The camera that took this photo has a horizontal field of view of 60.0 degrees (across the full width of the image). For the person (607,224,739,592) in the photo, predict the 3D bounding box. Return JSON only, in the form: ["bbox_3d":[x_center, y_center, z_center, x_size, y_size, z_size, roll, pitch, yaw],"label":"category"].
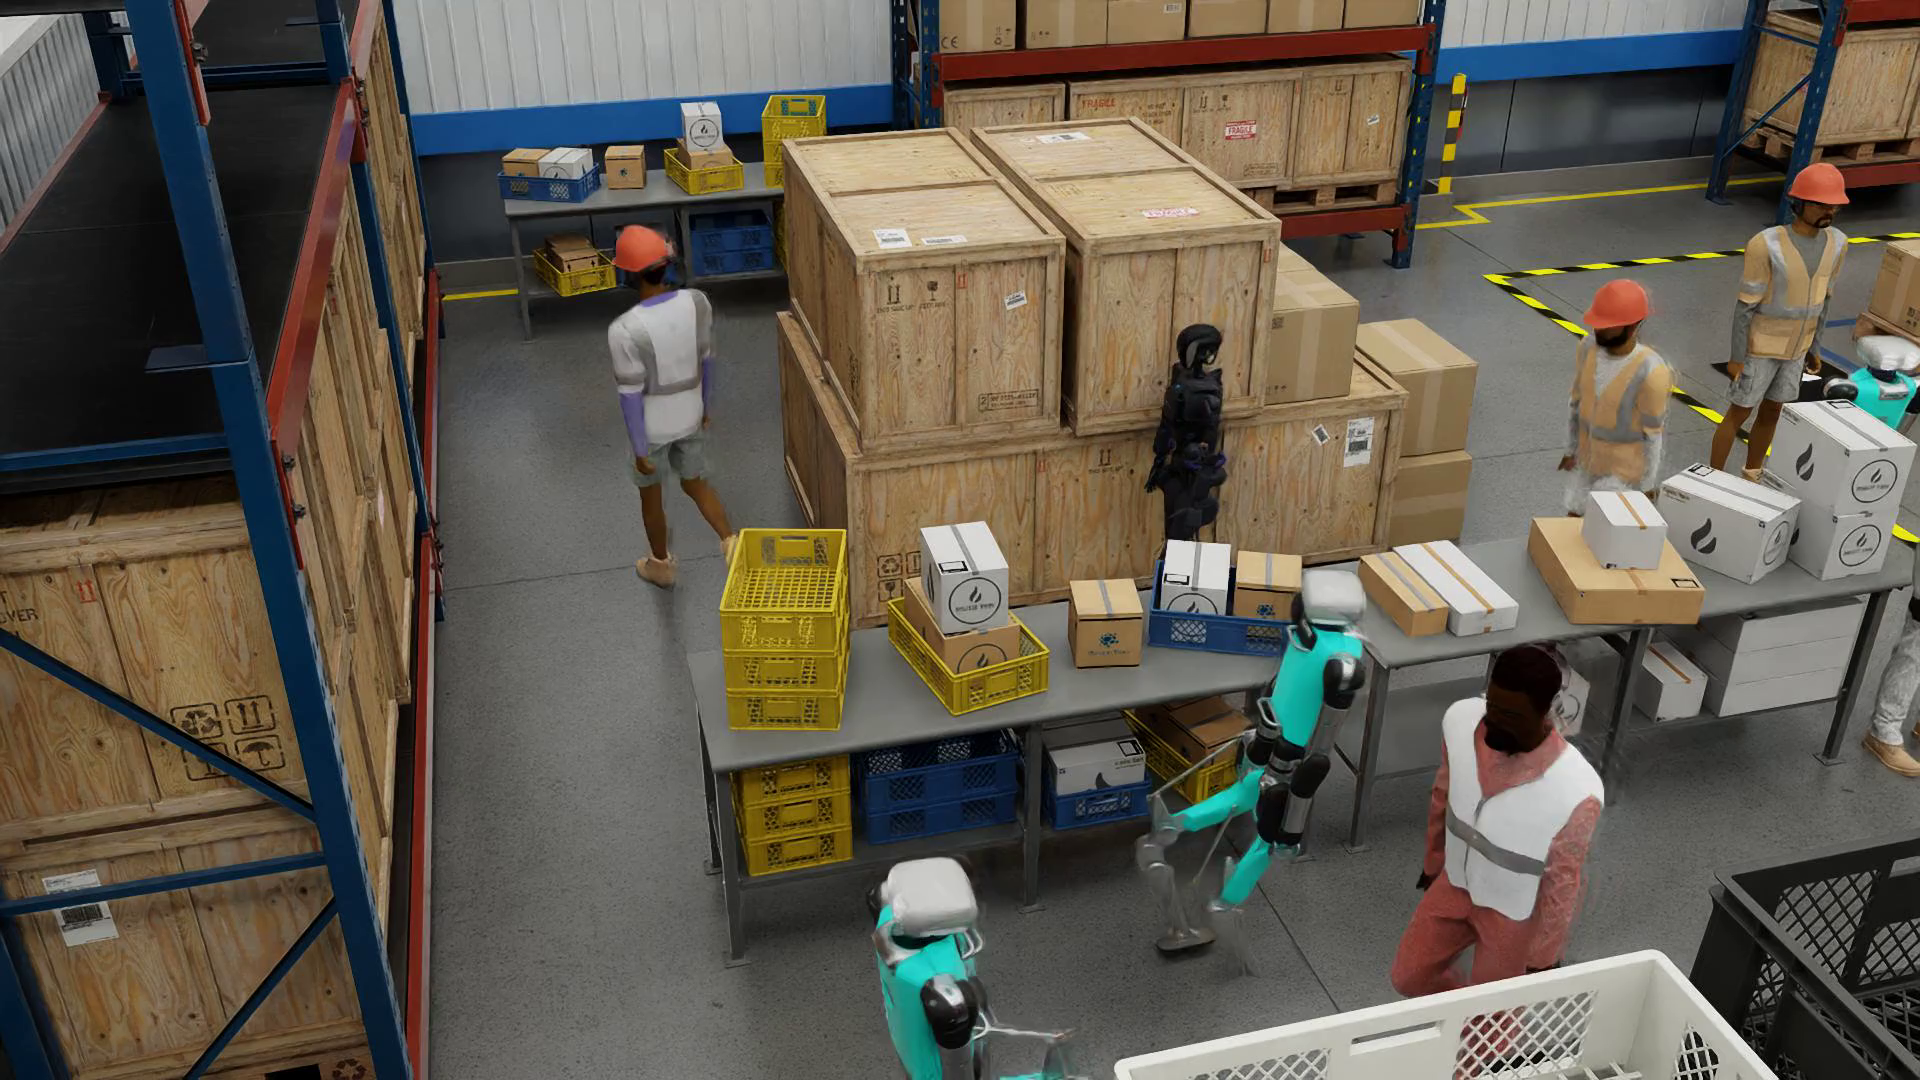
[{"bbox_3d":[-1.434,-0.590,8.372,0.608,2.024,0.765,-25,37,-37],"label":"person"}]

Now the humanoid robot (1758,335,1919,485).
[{"bbox_3d":[4.067,-0.263,8.067,0.558,1.749,0.849,-5,29,-9],"label":"humanoid robot"}]

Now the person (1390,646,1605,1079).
[{"bbox_3d":[1.693,1.152,5.337,0.466,1.904,0.594,-18,34,-29],"label":"person"}]

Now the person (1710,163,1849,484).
[{"bbox_3d":[4.548,-1.081,9.238,0.607,2.048,0.365,-8,30,-14],"label":"person"}]

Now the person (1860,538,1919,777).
[{"bbox_3d":[4.357,0.180,7.172,0.622,1.837,0.429,-9,30,-17],"label":"person"}]

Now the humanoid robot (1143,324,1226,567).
[{"bbox_3d":[1.093,-0.291,8.173,0.344,1.649,0.585,-9,30,-16],"label":"humanoid robot"}]

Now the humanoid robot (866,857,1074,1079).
[{"bbox_3d":[0.155,1.576,4.779,1.028,1.761,0.540,-12,31,-21],"label":"humanoid robot"}]

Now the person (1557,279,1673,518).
[{"bbox_3d":[3.251,-0.417,8.193,0.752,1.902,0.557,-12,31,-20],"label":"person"}]

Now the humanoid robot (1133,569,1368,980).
[{"bbox_3d":[0.938,0.953,5.976,0.873,1.847,0.534,-2,29,-4],"label":"humanoid robot"}]
